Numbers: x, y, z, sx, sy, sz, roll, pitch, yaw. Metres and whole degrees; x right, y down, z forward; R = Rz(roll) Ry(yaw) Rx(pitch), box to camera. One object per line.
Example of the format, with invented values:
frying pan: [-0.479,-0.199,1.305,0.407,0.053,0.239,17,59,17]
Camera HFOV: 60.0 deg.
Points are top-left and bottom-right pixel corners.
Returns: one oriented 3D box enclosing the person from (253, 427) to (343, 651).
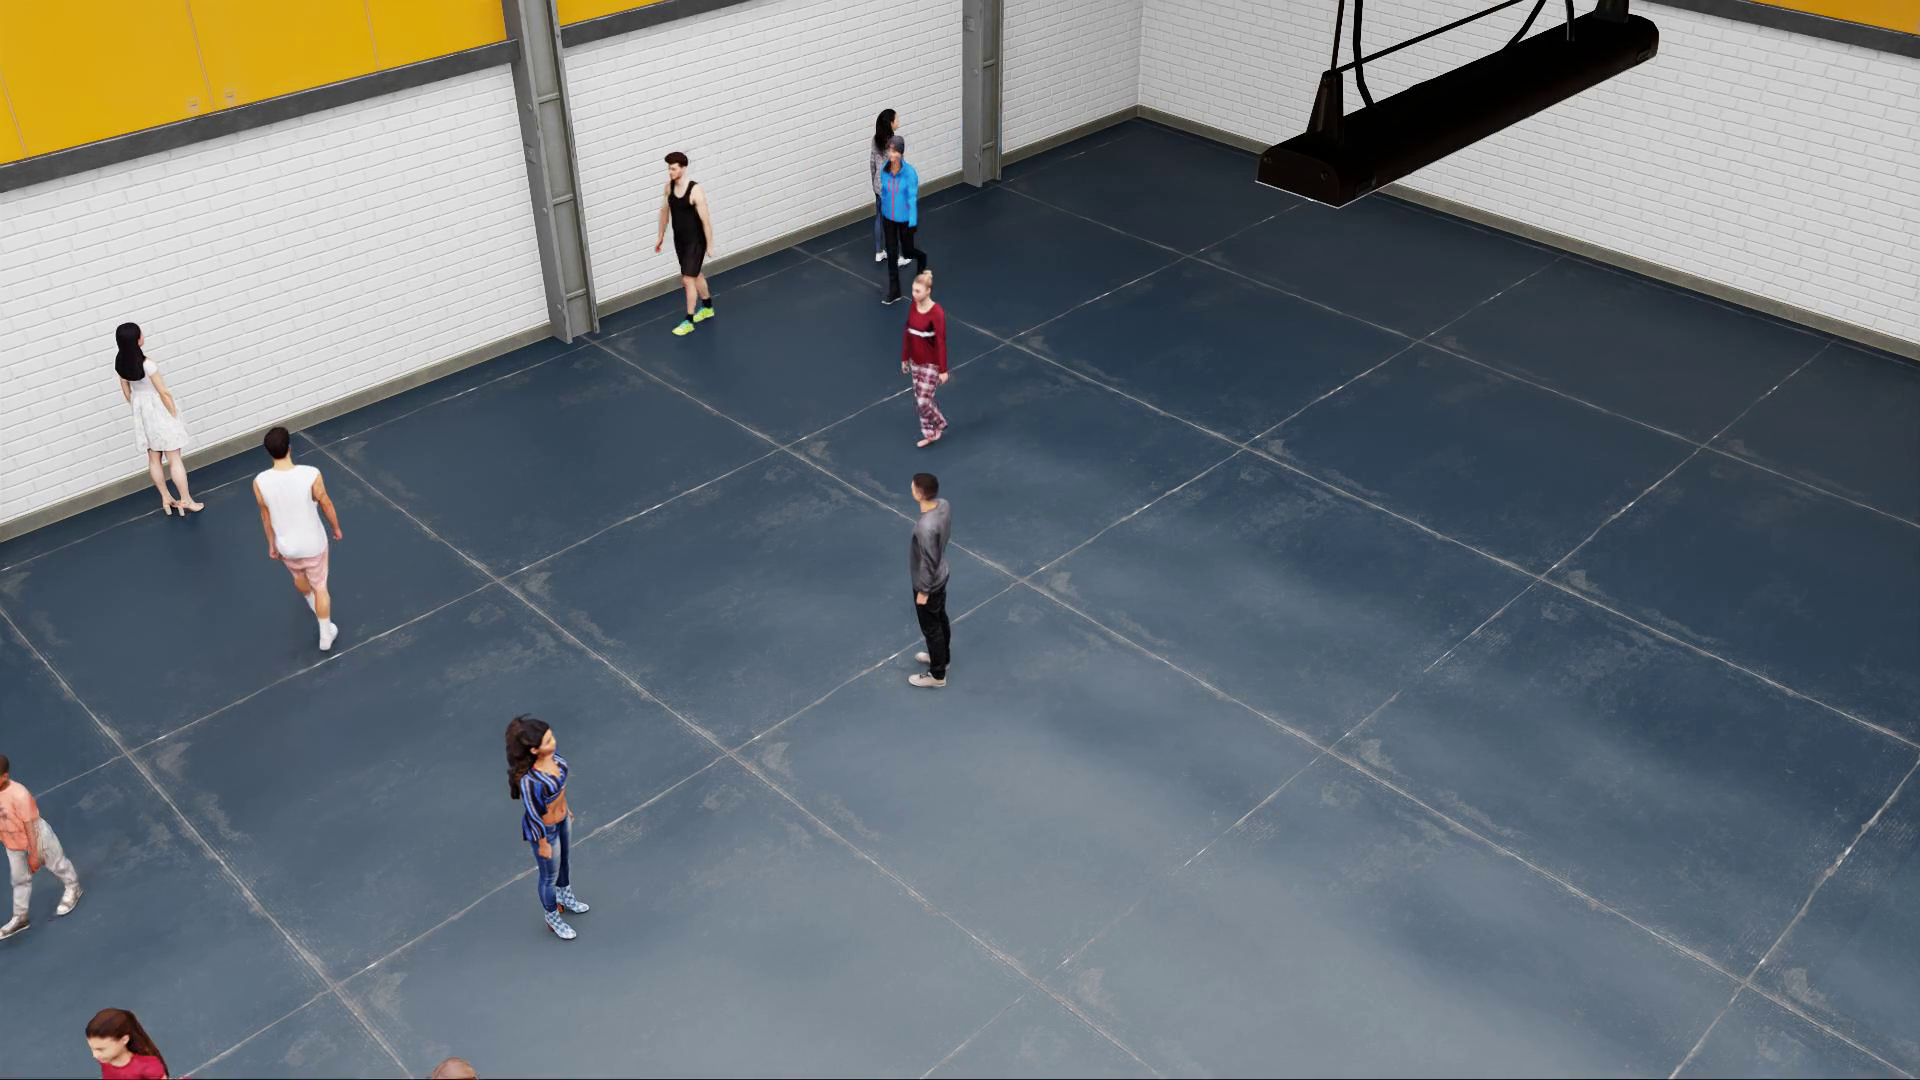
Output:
person: [-4.887,0.045,12.309,1.052,1.756,1.038,-7,34,-10]

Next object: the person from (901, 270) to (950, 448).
person: [-0.251,-1.618,14.869,0.617,1.692,0.651,-28,43,-35]

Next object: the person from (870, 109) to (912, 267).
person: [-0.784,-3.868,18.218,0.631,1.732,0.534,26,41,33]

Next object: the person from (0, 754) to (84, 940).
person: [-5.647,1.760,10.147,0.717,1.293,0.878,9,35,13]

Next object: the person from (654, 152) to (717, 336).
person: [-2.688,-3.068,16.894,0.749,1.867,0.945,25,41,32]

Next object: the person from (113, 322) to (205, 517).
person: [-6.710,-1.004,13.872,0.763,1.775,0.790,9,35,14]

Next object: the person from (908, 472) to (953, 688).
person: [-0.206,0.275,11.959,0.756,1.760,0.640,8,34,11]

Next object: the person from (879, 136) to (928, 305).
person: [-0.586,-3.373,17.433,0.757,1.777,1.074,21,39,28]

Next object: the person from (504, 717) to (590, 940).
person: [-2.458,1.707,9.944,0.758,1.607,0.664,6,34,9]

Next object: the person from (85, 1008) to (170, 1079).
person: [-3.978,2.838,8.303,0.719,1.540,0.814,9,35,14]
